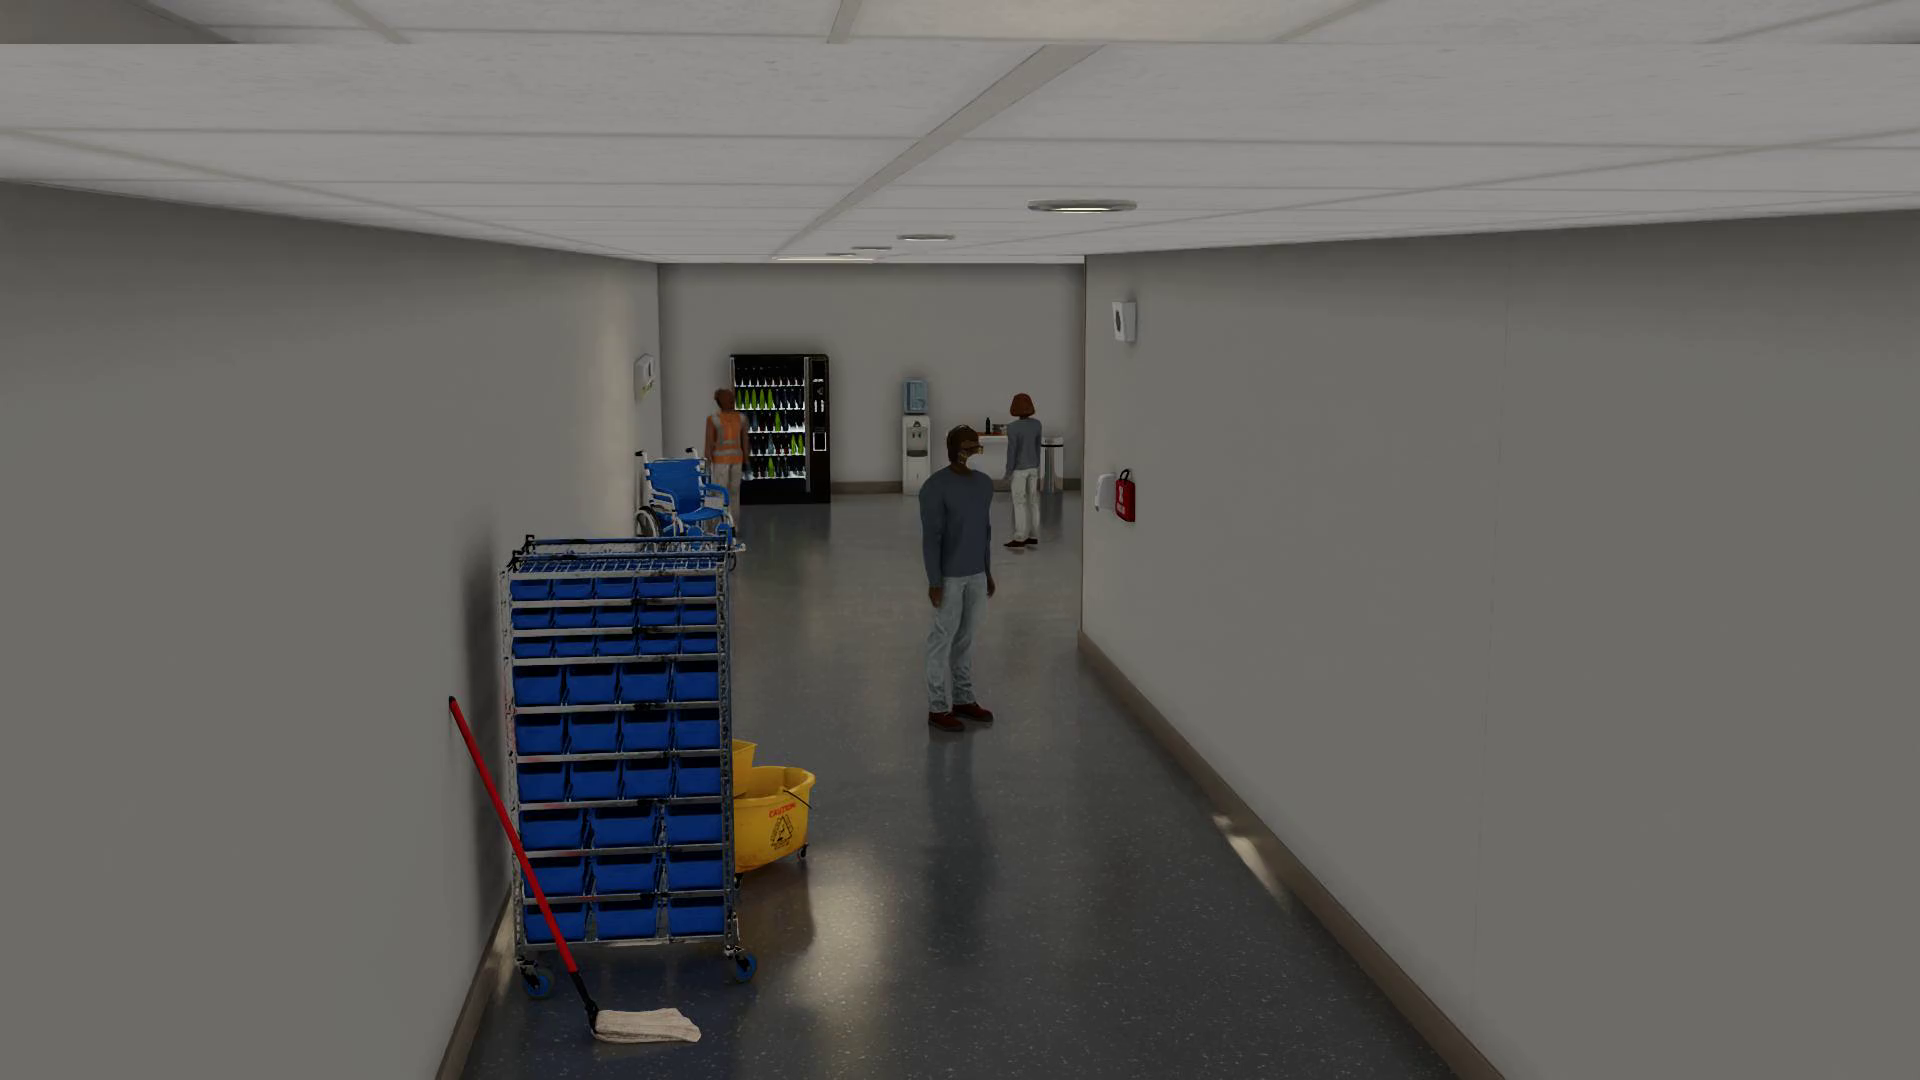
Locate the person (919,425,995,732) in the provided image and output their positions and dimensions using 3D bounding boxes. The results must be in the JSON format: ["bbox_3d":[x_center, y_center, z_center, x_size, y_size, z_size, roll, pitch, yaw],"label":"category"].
[{"bbox_3d":[0.001,0.231,10.598,0.379,1.940,0.629,8,12,40],"label":"person"}]

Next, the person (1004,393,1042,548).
[{"bbox_3d":[0.659,-0.729,17.527,0.282,1.636,0.500,9,13,43],"label":"person"}]

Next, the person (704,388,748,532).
[{"bbox_3d":[-2.579,-0.853,18.389,0.523,1.656,0.439,-7,11,-36],"label":"person"}]
